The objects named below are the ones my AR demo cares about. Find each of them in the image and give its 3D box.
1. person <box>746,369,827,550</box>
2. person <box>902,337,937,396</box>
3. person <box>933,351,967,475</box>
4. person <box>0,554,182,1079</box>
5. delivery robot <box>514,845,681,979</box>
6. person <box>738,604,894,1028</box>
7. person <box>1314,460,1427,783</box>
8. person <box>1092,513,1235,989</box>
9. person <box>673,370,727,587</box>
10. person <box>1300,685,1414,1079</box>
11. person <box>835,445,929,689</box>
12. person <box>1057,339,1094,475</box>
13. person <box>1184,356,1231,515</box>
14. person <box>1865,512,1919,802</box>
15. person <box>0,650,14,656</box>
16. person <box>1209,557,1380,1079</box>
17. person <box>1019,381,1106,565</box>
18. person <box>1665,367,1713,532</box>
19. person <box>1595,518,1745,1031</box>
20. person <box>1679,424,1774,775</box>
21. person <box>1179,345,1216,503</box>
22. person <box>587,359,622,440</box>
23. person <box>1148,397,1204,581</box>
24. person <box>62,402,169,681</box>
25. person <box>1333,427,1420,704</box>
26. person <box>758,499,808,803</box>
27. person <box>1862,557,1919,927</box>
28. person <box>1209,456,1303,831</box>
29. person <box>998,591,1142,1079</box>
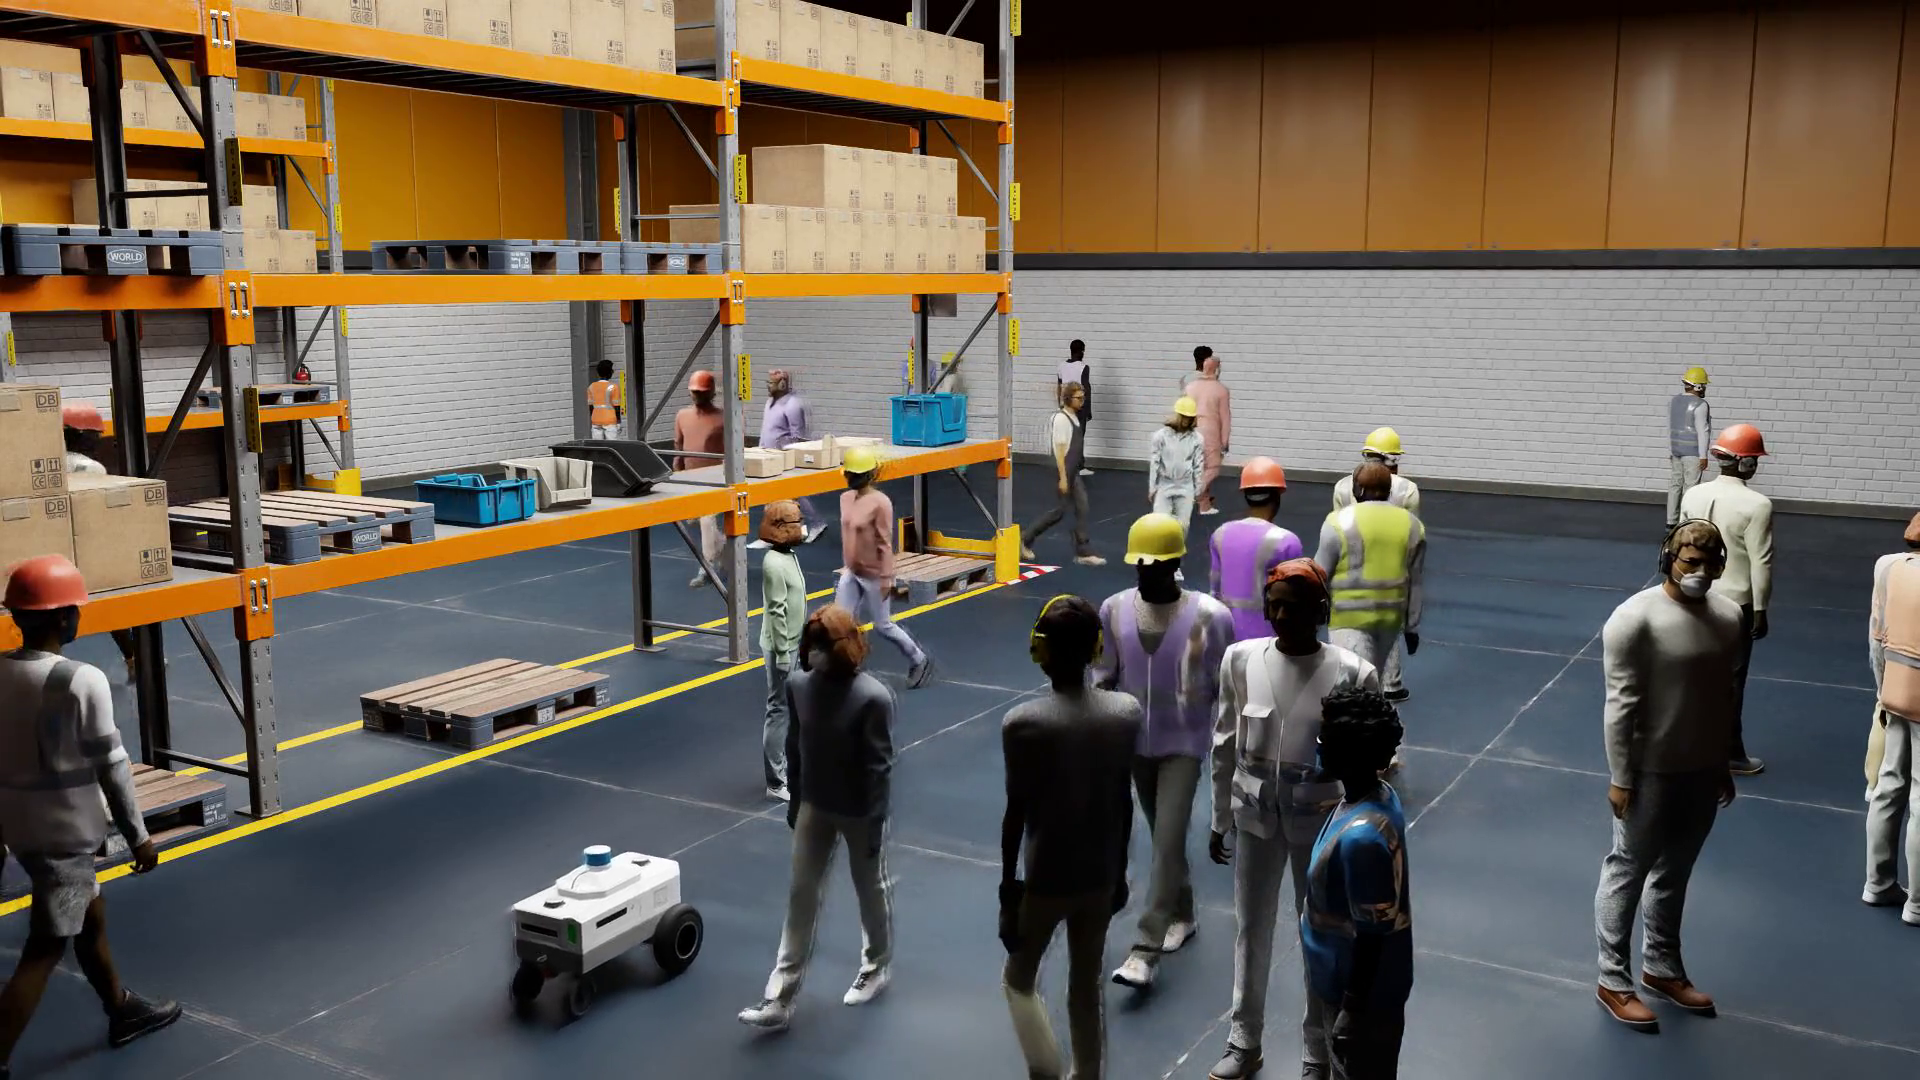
[{"bbox_3d":[-1.796,-0.854,17.304,0.929,1.871,0.640,-4,10,-25],"label":"person"},{"bbox_3d":[-0.612,-2.044,24.500,0.542,1.938,0.357,-4,10,-22],"label":"person"},{"bbox_3d":[-0.222,-1.775,23.401,0.738,1.736,0.553,2,9,15],"label":"person"},{"bbox_3d":[-3.130,0.995,5.713,0.552,1.888,0.998,4,10,23],"label":"person"},{"bbox_3d":[-1.437,1.462,6.625,0.477,0.478,0.707,5,10,28],"label":"delivery robot"},{"bbox_3d":[-0.514,1.047,6.236,0.517,1.594,0.794,5,10,28],"label":"person"},{"bbox_3d":[2.300,0.467,9.262,0.659,1.808,0.870,-3,9,-17],"label":"person"},{"bbox_3d":[0.765,0.836,6.682,0.607,1.877,0.963,6,11,34],"label":"person"},{"bbox_3d":[-2.312,-0.593,15.331,0.616,1.974,0.805,4,10,24],"label":"person"},{"bbox_3d":[1.120,1.247,4.710,0.317,1.695,0.540,2,9,14],"label":"person"},{"bbox_3d":[-0.579,0.204,11.124,0.805,1.724,0.531,-8,12,-42],"label":"person"},{"bbox_3d":[1.614,-1.865,23.463,0.392,1.914,0.587,-8,12,-42],"label":"person"},{"bbox_3d":[2.823,-1.191,19.345,0.707,1.888,0.665,-8,12,-42],"label":"person"},{"bbox_3d":[5.065,0.627,8.800,0.270,1.627,0.503,-7,12,-39],"label":"person"},{"bbox_3d":[-5.747,0.347,9.948,0.635,1.820,0.615,6,11,35],"label":"person"},{"bbox_3d":[1.128,0.993,5.718,0.575,1.883,0.355,5,10,27],"label":"person"},{"bbox_3d":[0.964,-0.643,16.174,0.841,1.818,0.516,3,10,21],"label":"person"},{"bbox_3d":[7.948,-0.967,18.103,0.404,1.830,0.603,-2,9,-13],"label":"person"},{"bbox_3d":[2.700,0.870,6.317,0.629,1.937,0.379,-4,10,-23],"label":"person"},{"bbox_3d":[4.367,0.332,9.492,0.395,1.993,0.614,-4,10,-23],"label":"person"},{"bbox_3d":[2.960,-1.433,20.629,0.372,1.958,0.607,-7,11,-35],"label":"person"},{"bbox_3d":[-4.728,-1.556,22.200,0.536,1.697,0.322,5,10,29],"label":"person"},{"bbox_3d":[1.994,-0.475,15.380,0.508,1.714,0.519,-1,9,-6],"label":"person"},{"bbox_3d":[-5.946,0.065,11.223,0.629,1.979,1.114,4,10,23],"label":"person"},{"bbox_3d":[2.763,0.169,11.021,0.593,1.828,0.403,6,11,33],"label":"person"},{"bbox_3d":[-0.938,0.590,8.994,0.280,1.636,0.500,0,9,1],"label":"person"},{"bbox_3d":[4.238,0.727,7.269,0.381,1.917,0.586,-1,9,-8],"label":"person"},{"bbox_3d":[1.532,0.534,8.484,0.444,1.912,0.572,-6,11,-31],"label":"person"},{"bbox_3d":[0.344,1.084,5.268,0.527,1.848,0.414,-3,10,-20],"label":"person"}]
